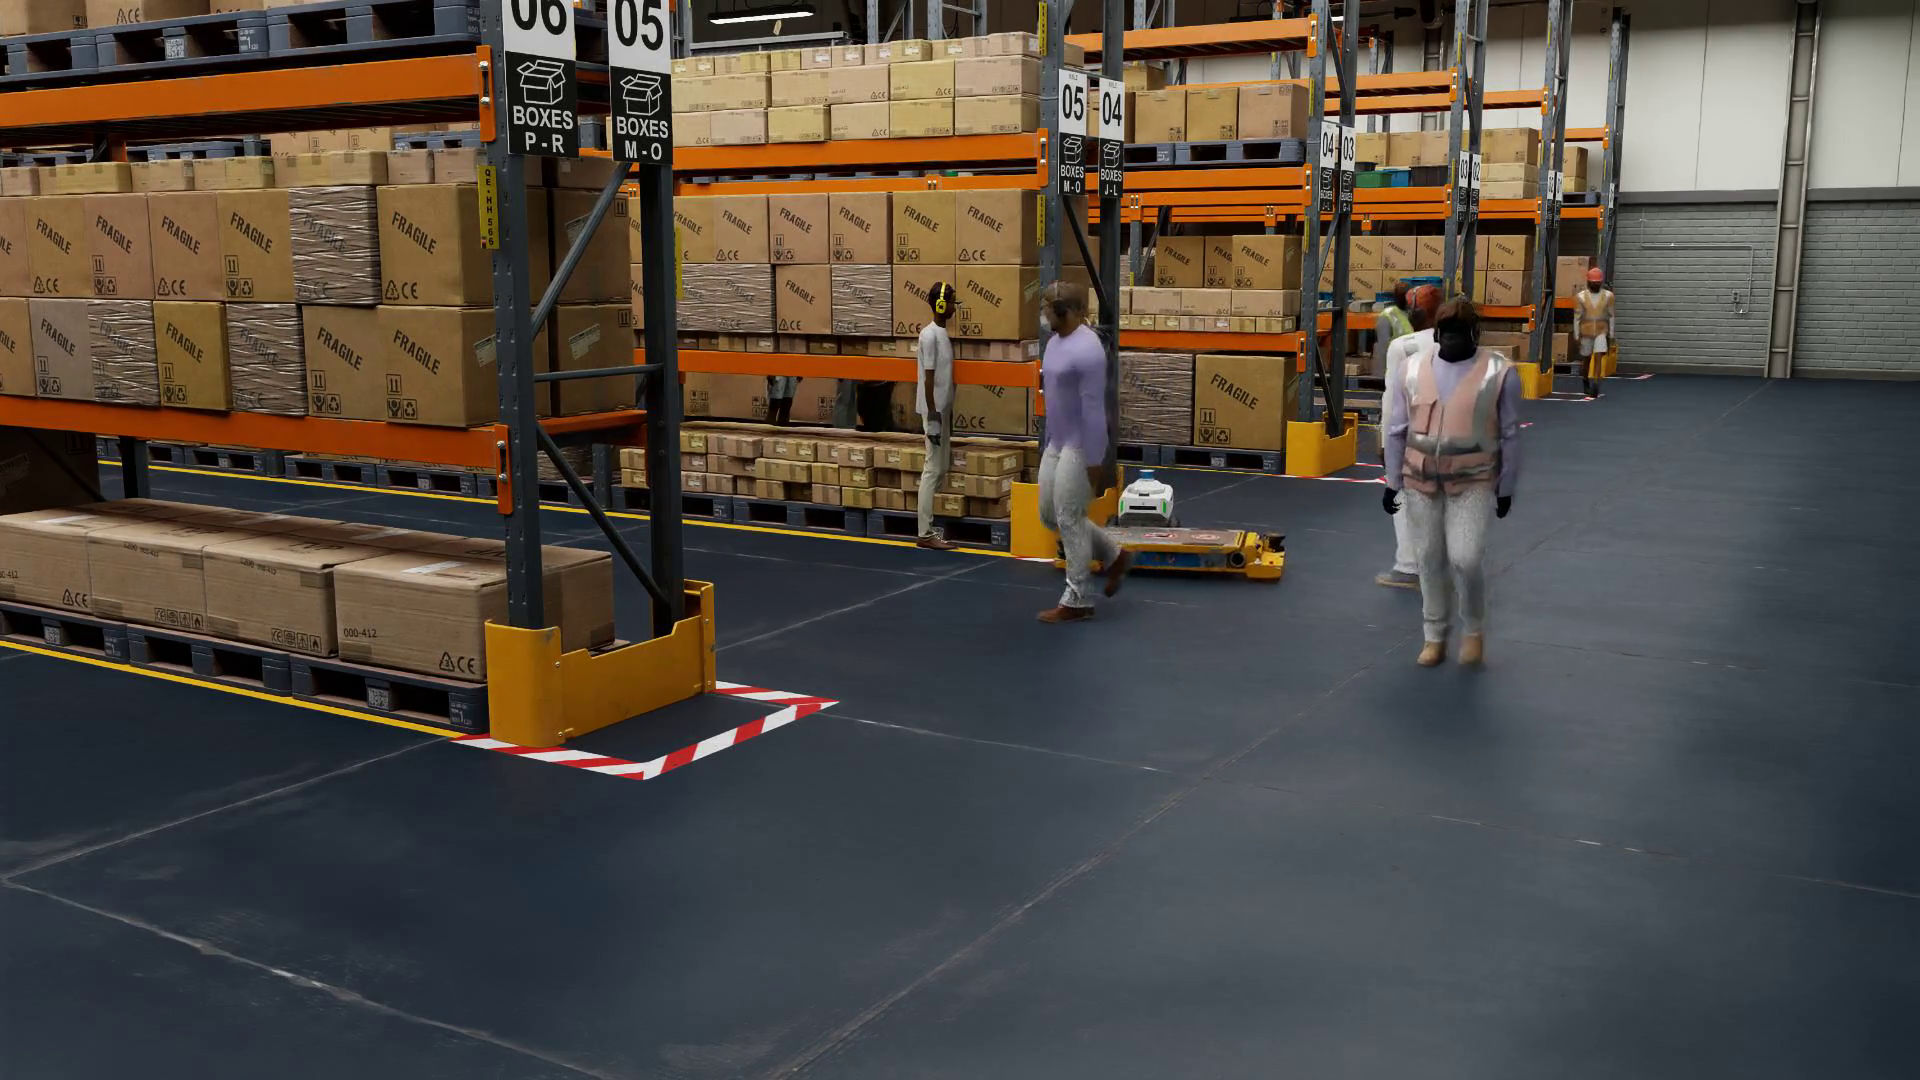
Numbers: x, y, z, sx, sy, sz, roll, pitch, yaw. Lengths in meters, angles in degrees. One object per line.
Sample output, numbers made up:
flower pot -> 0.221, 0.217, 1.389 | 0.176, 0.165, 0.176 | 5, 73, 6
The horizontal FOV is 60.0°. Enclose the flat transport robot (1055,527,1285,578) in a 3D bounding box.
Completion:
flat transport robot -> 1.370, 0.065, 10.777 | 1.431, 0.197, 0.652 | 2, 10, 12

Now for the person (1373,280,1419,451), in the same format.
person -> 4.394, -1.682, 16.543 | 0.653, 1.798, 0.784 | -5, 11, -25

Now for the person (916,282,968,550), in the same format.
person -> -0.132, -0.858, 11.546 | 0.333, 1.860, 0.510 | 2, 10, 13

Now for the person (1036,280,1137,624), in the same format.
person -> 0.710, -0.500, 9.336 | 0.615, 1.910, 0.701 | -3, 10, -17

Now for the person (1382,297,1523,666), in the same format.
person -> 2.403, -0.271, 8.194 | 0.623, 1.828, 0.447 | 6, 12, 33

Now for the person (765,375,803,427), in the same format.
person -> -1.727, -1.719, 16.344 | 0.362, 1.939, 0.543 | 5, 11, 26

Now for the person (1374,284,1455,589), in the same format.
person -> 2.857, -0.619, 10.158 | 0.600, 1.860, 0.494 | -2, 10, -12

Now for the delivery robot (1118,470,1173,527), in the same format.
delivery robot -> 1.285, -0.243, 11.476 | 0.477, 0.478, 0.707 | 2, 10, 10

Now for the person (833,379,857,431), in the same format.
person -> -1.105, -1.816, 16.947 | 0.370, 1.929, 0.585 | 4, 11, 24

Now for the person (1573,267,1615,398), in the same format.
person -> 9.193, -3.020, 24.150 | 0.558, 1.890, 0.908 | 3, 10, 19

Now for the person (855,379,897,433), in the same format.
person -> -0.827, -1.581, 15.242 | 0.654, 2.000, 0.701 | 2, 10, 11
